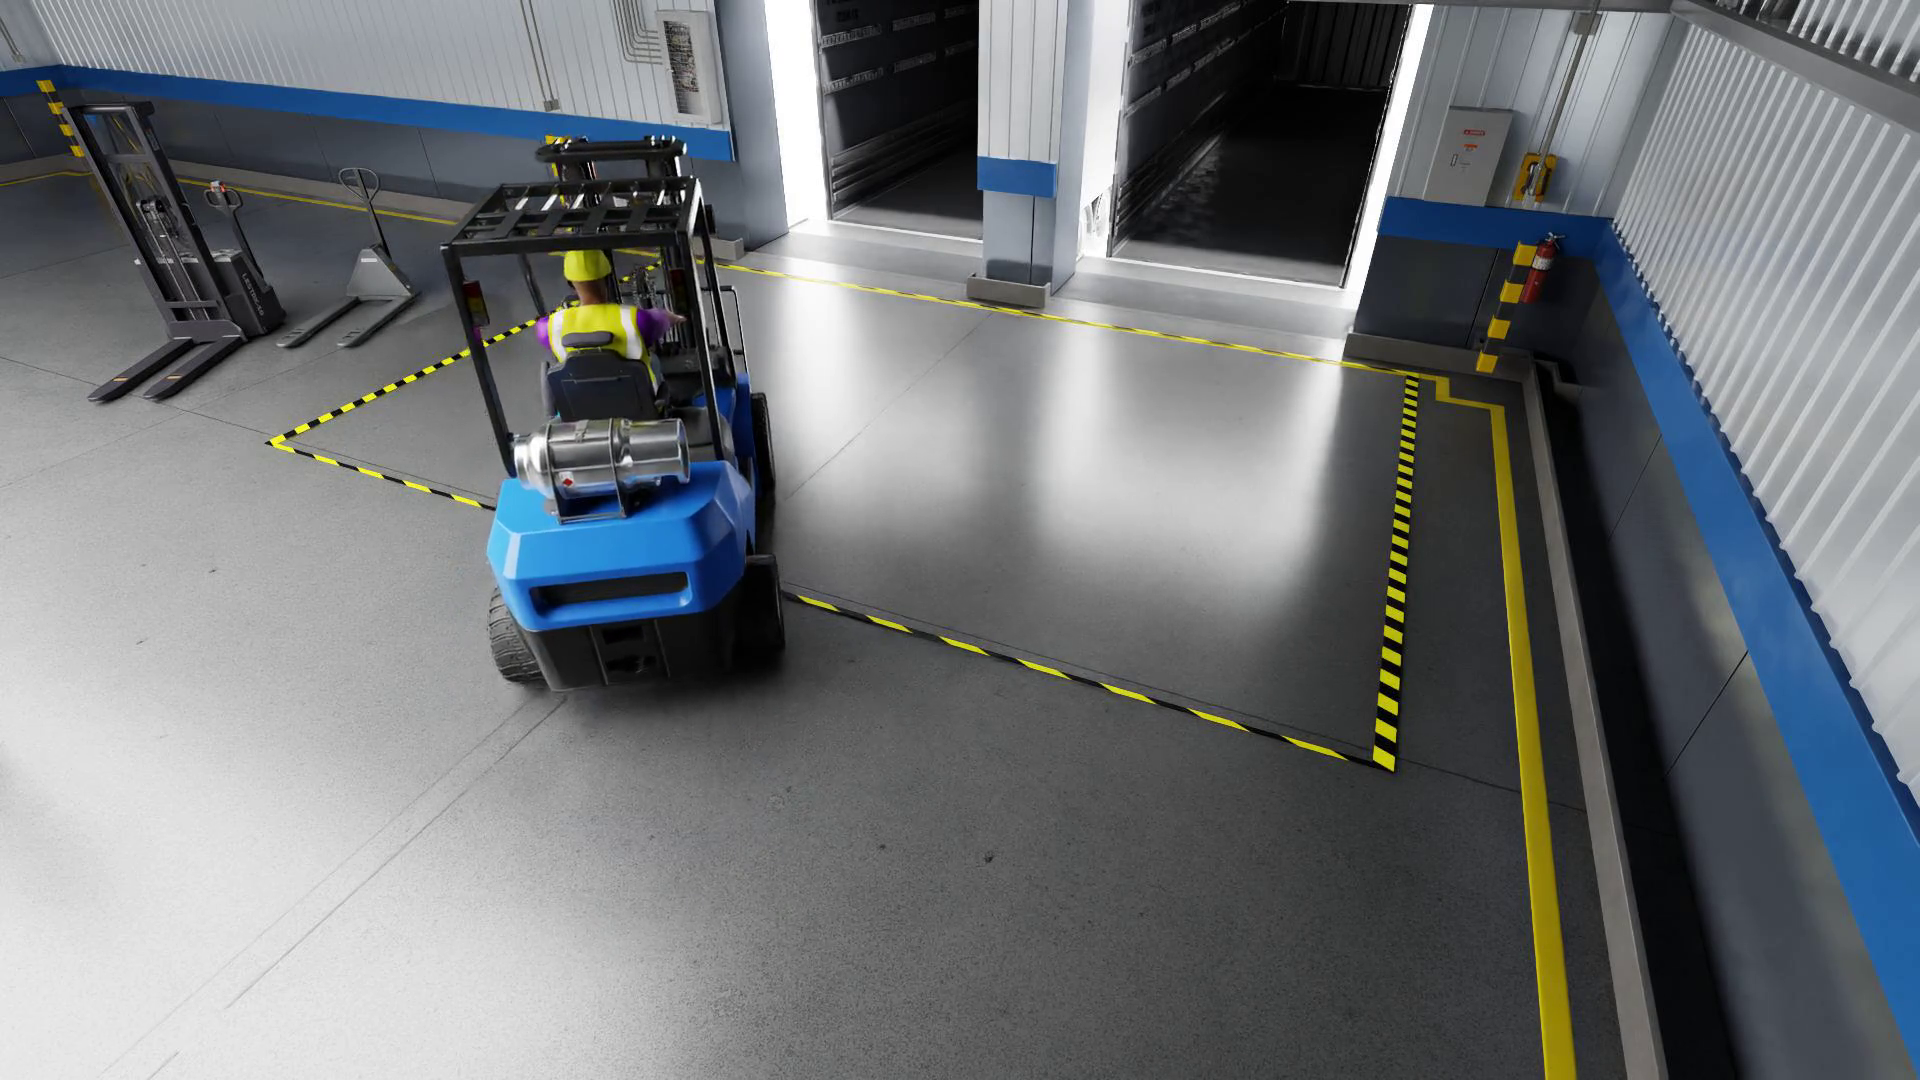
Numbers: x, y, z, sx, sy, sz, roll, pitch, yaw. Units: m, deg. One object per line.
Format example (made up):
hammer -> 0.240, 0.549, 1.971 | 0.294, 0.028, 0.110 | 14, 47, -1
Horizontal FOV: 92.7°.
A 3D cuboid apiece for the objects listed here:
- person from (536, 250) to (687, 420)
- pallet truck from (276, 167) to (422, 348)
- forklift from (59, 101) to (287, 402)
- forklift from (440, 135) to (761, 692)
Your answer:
person -> -1.773, -1.015, 4.834 | 0.635, 1.293, 1.004 | -6, 35, -8
pallet truck -> -5.732, -2.611, 8.414 | 0.680, 1.201, 1.601 | -1, 35, -1
forklift -> -6.686, -2.387, 7.434 | 0.823, 1.965, 1.885 | -3, 35, -5
forklift -> -1.770, -0.827, 4.892 | 1.157, 2.036, 2.680 | -6, 35, -8
